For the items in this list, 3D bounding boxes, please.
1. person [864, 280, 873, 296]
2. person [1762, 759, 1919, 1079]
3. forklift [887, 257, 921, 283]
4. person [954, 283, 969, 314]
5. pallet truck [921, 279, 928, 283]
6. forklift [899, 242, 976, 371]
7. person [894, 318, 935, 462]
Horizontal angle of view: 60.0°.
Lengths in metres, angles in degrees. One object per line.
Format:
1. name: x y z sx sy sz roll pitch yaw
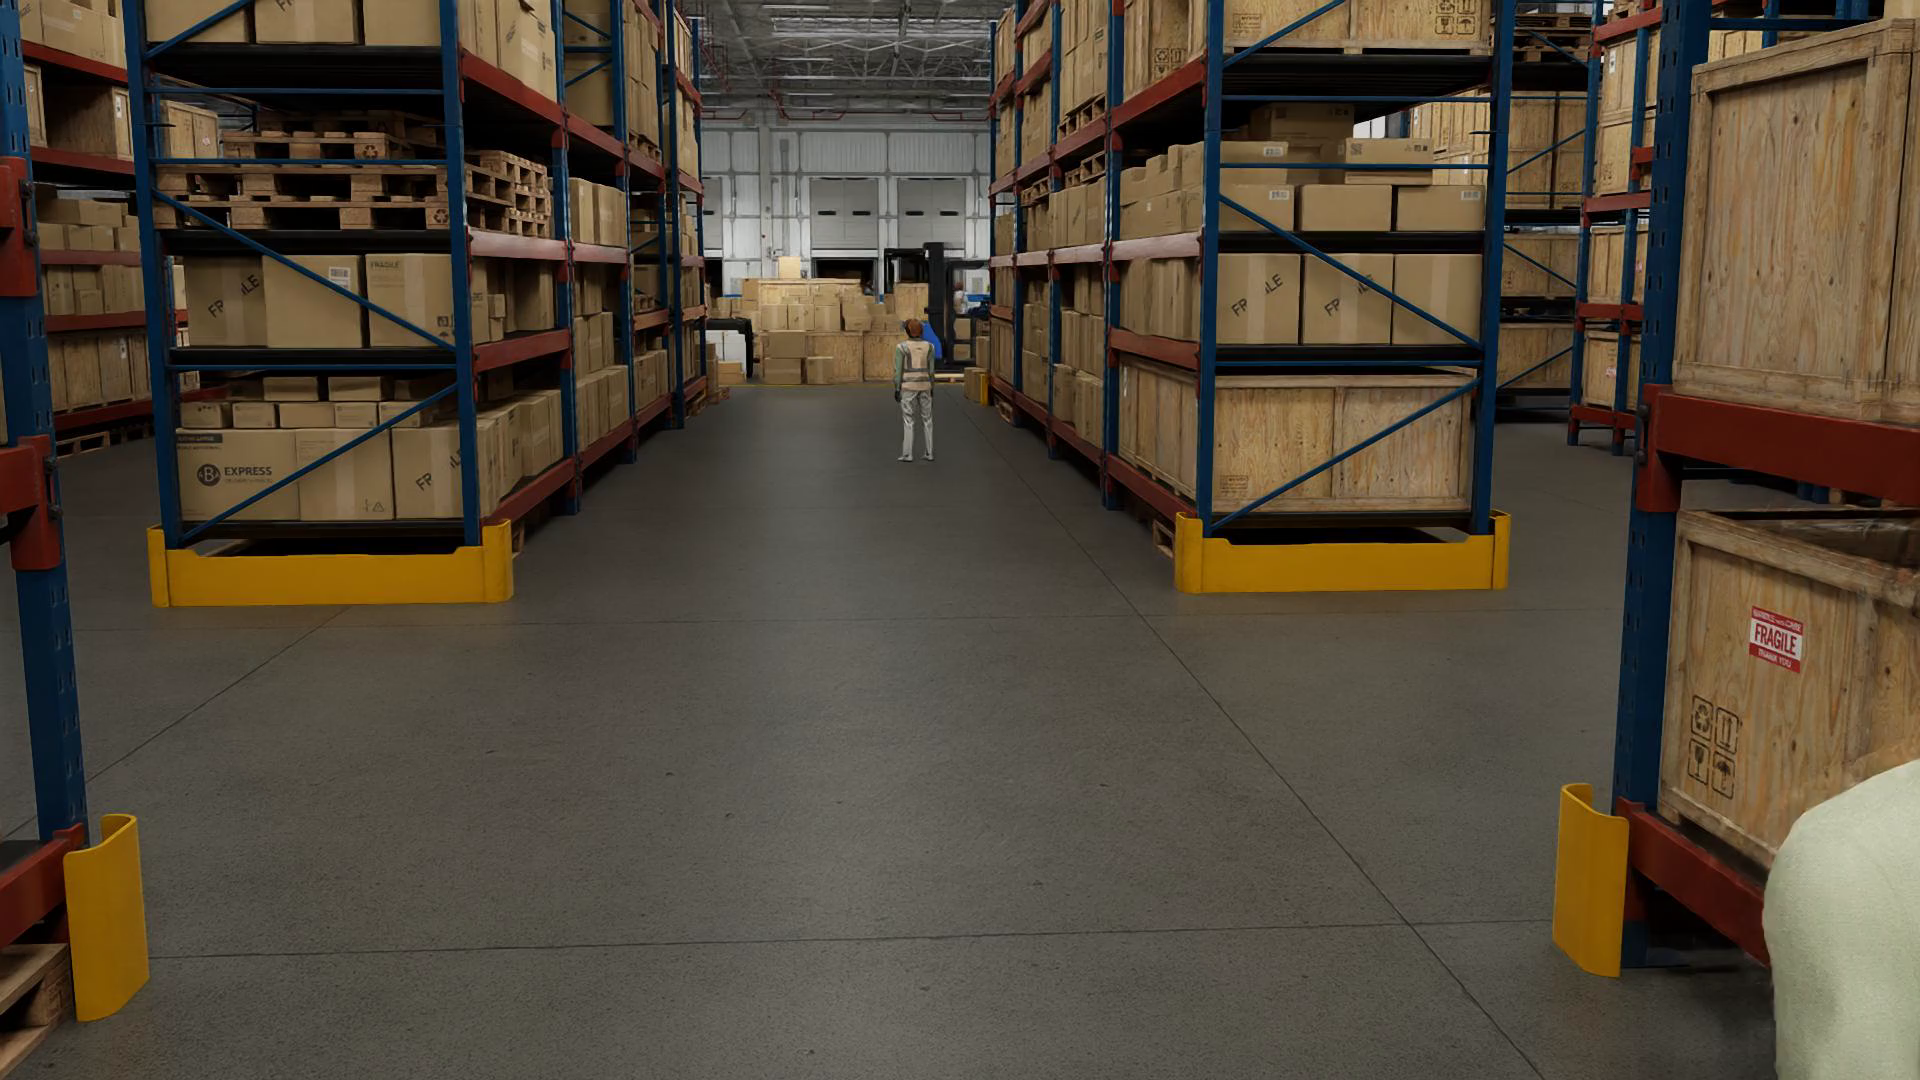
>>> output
1. person: -3.178 -8.048 57.810 0.362 1.938 0.631 -2 9 -14
2. person: 1.098 0.889 1.635 0.615 1.949 0.958 -1 9 -8
3. forklift: -1.475 -6.327 44.060 1.129 2.768 1.873 -1 9 -4
4. person: -0.004 -8.213 59.143 0.579 1.855 0.876 5 10 26
5. pallet truck: -0.932 -8.922 63.114 1.885 1.965 0.823 2 9 13
6. forklift: -0.549 -5.100 36.353 1.873 2.768 1.129 -1 9 -4
7. person: -0.510 -1.697 18.909 0.512 1.629 0.316 -5 10 -29
